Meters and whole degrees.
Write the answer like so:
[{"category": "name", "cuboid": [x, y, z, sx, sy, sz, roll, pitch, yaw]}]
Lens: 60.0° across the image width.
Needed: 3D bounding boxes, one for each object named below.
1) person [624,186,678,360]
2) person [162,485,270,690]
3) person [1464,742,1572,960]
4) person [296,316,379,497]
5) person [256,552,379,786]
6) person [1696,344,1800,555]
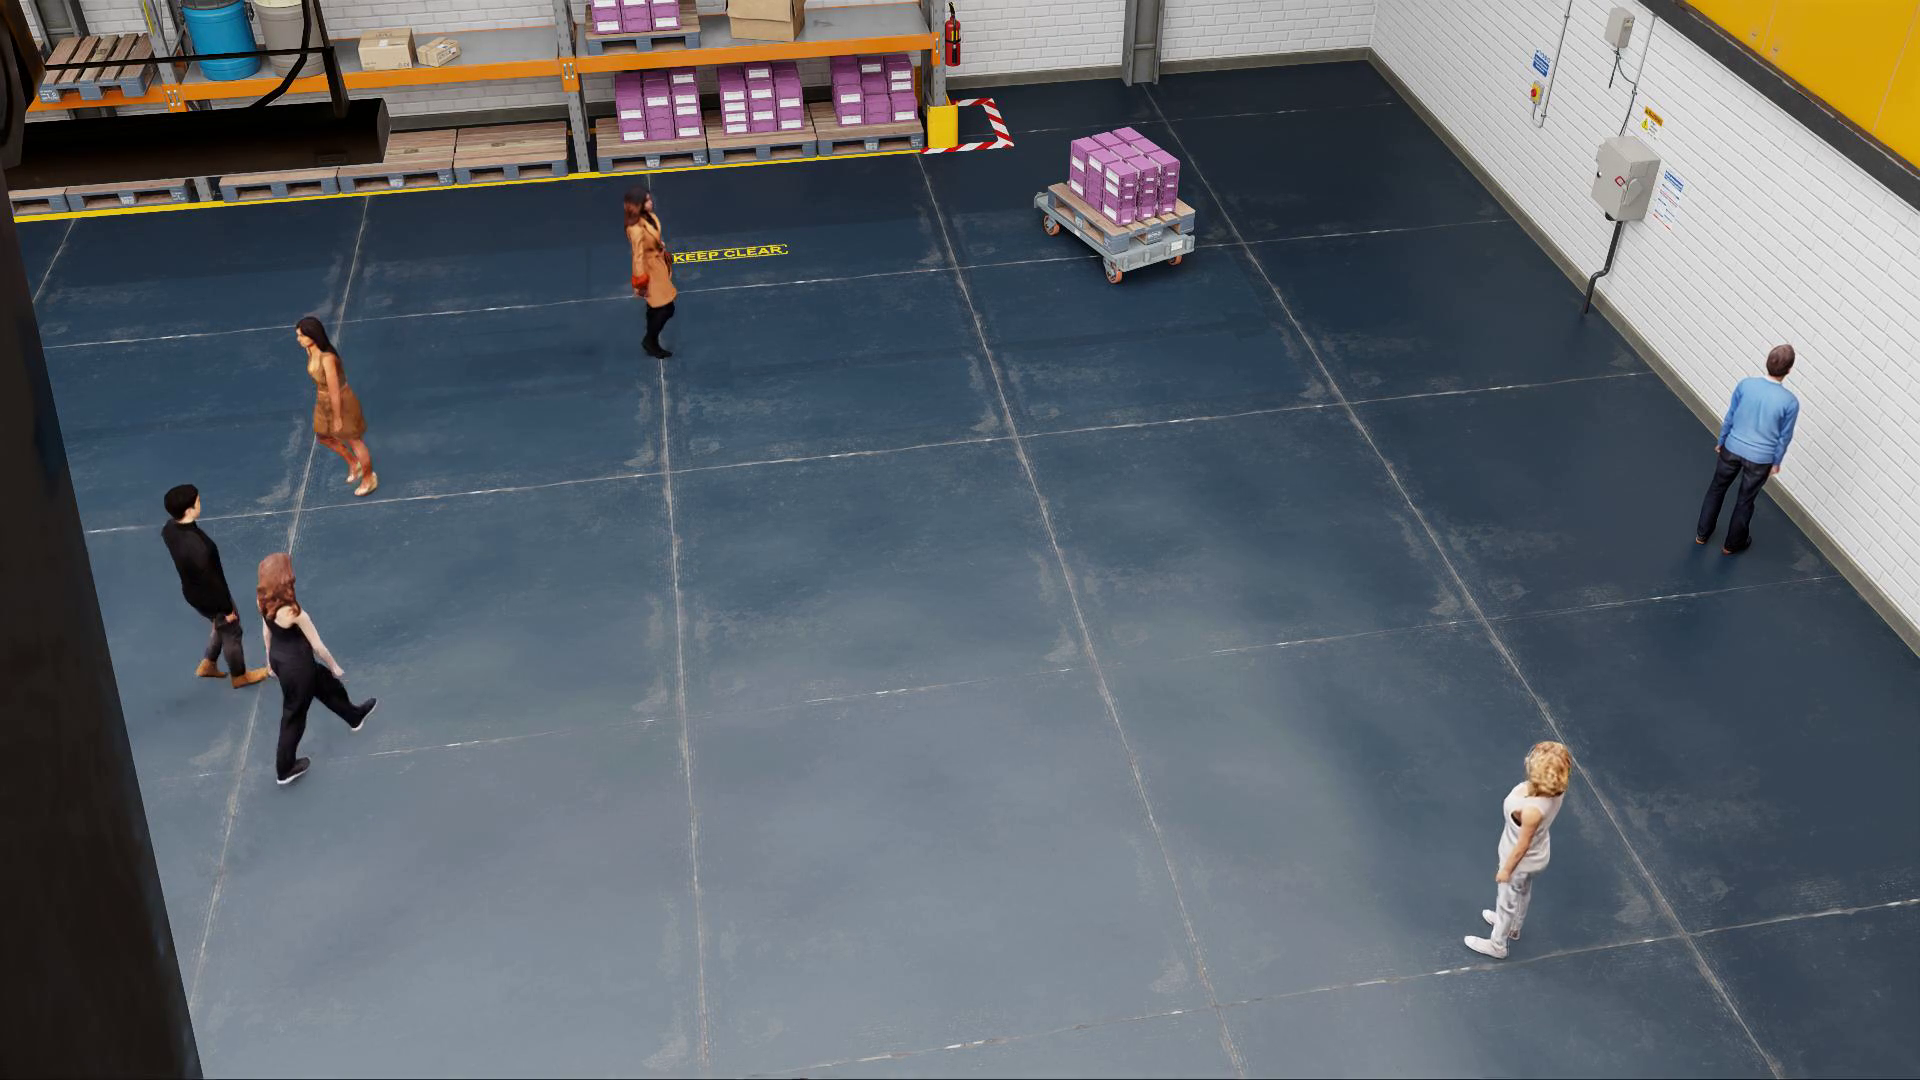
[{"category": "person", "cuboid": [-2.868, -2.387, 14.930, 0.734, 1.711, 0.761, 4, 39, 5]}, {"category": "person", "cuboid": [-5.249, 0.379, 11.463, 0.878, 1.715, 0.828, -31, 48, -33]}, {"category": "person", "cuboid": [3.300, 1.811, 9.706, 0.746, 1.671, 0.681, 25, 45, 28]}, {"category": "person", "cuboid": [-4.907, -1.087, 13.329, 0.699, 1.678, 0.749, 29, 47, 32]}, {"category": "person", "cuboid": [-4.406, 0.897, 10.838, 1.080, 1.687, 1.118, 21, 43, 24]}, {"category": "person", "cuboid": [6.045, -0.699, 12.729, 0.763, 1.820, 0.743, -32, 48, -33]}]
